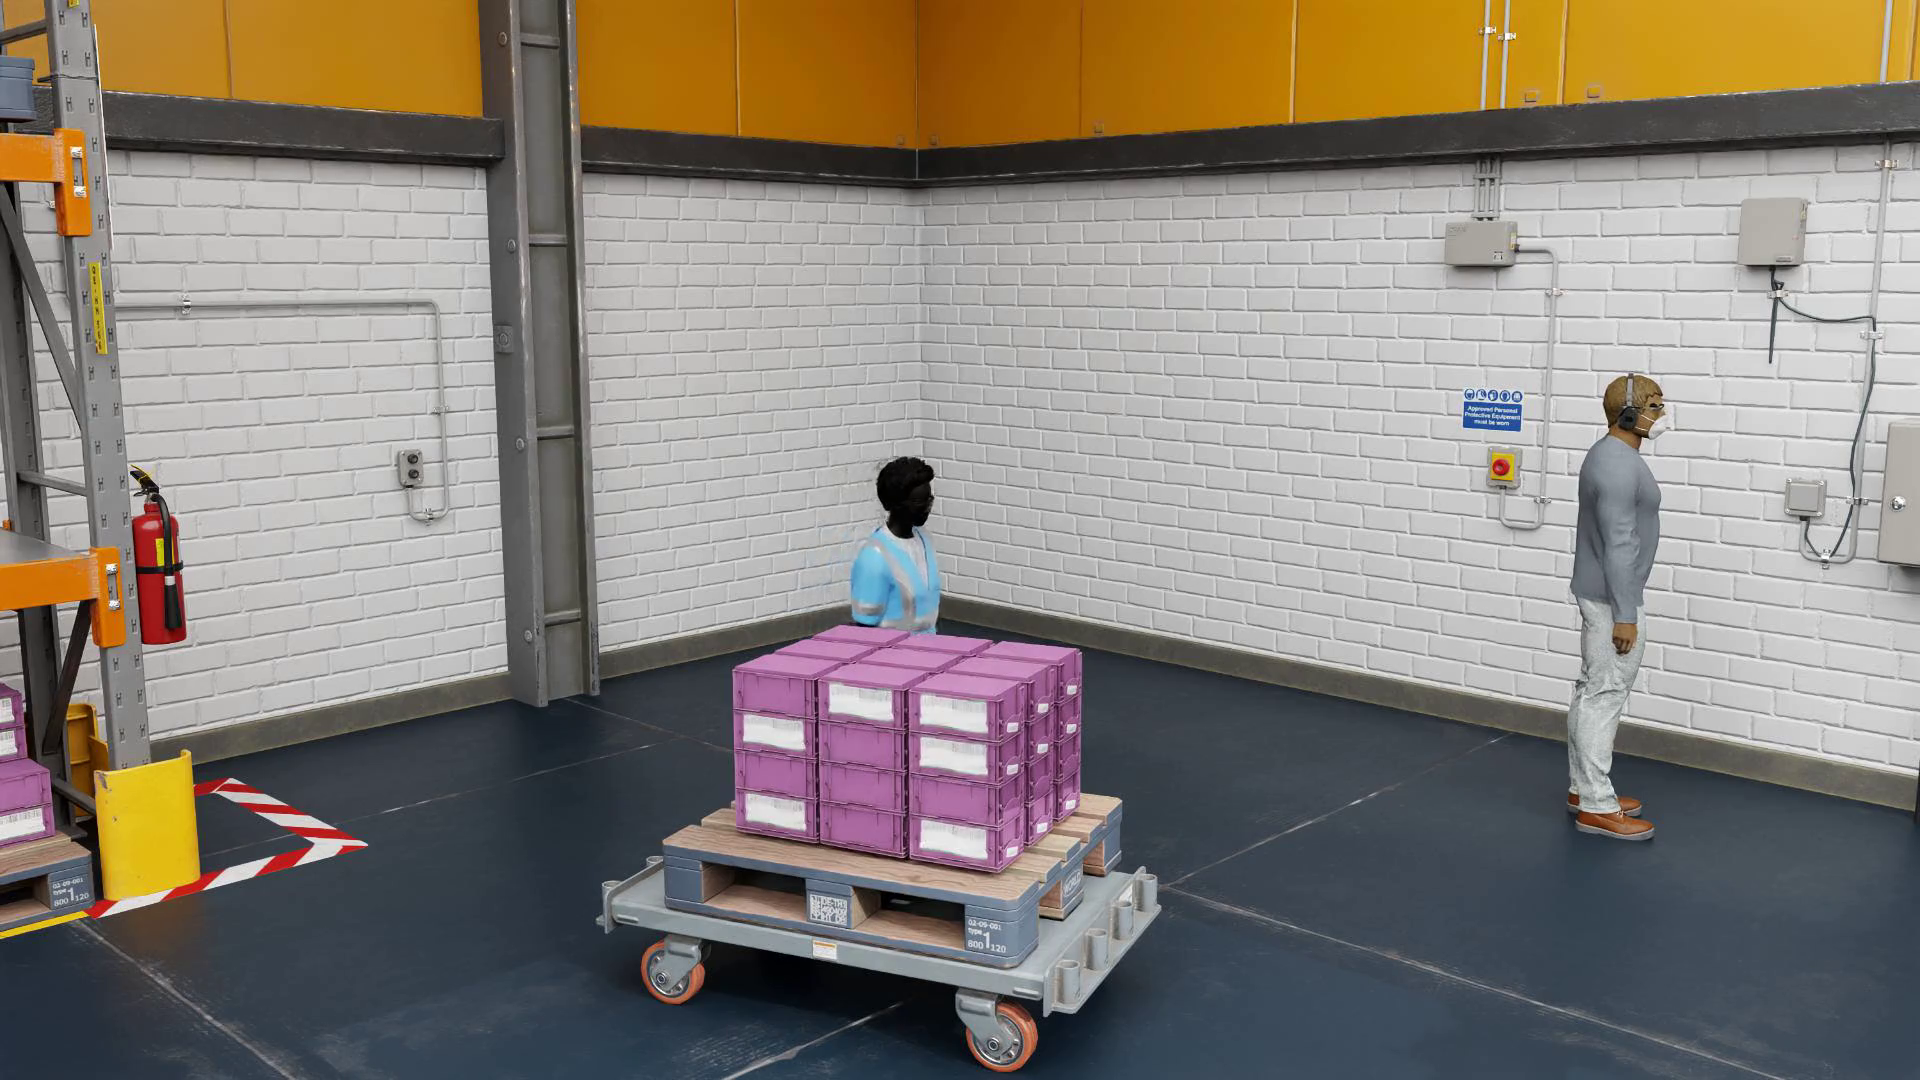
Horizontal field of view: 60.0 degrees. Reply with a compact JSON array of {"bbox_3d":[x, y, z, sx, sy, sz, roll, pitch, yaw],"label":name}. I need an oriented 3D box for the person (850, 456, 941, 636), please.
[{"bbox_3d":[-0.329,0.470,6.611,0.822,1.655,0.571,4,10,23],"label":"person"}]

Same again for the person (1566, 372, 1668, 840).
[{"bbox_3d":[2.761,0.266,6.994,0.371,1.940,0.631,3,10,15],"label":"person"}]
